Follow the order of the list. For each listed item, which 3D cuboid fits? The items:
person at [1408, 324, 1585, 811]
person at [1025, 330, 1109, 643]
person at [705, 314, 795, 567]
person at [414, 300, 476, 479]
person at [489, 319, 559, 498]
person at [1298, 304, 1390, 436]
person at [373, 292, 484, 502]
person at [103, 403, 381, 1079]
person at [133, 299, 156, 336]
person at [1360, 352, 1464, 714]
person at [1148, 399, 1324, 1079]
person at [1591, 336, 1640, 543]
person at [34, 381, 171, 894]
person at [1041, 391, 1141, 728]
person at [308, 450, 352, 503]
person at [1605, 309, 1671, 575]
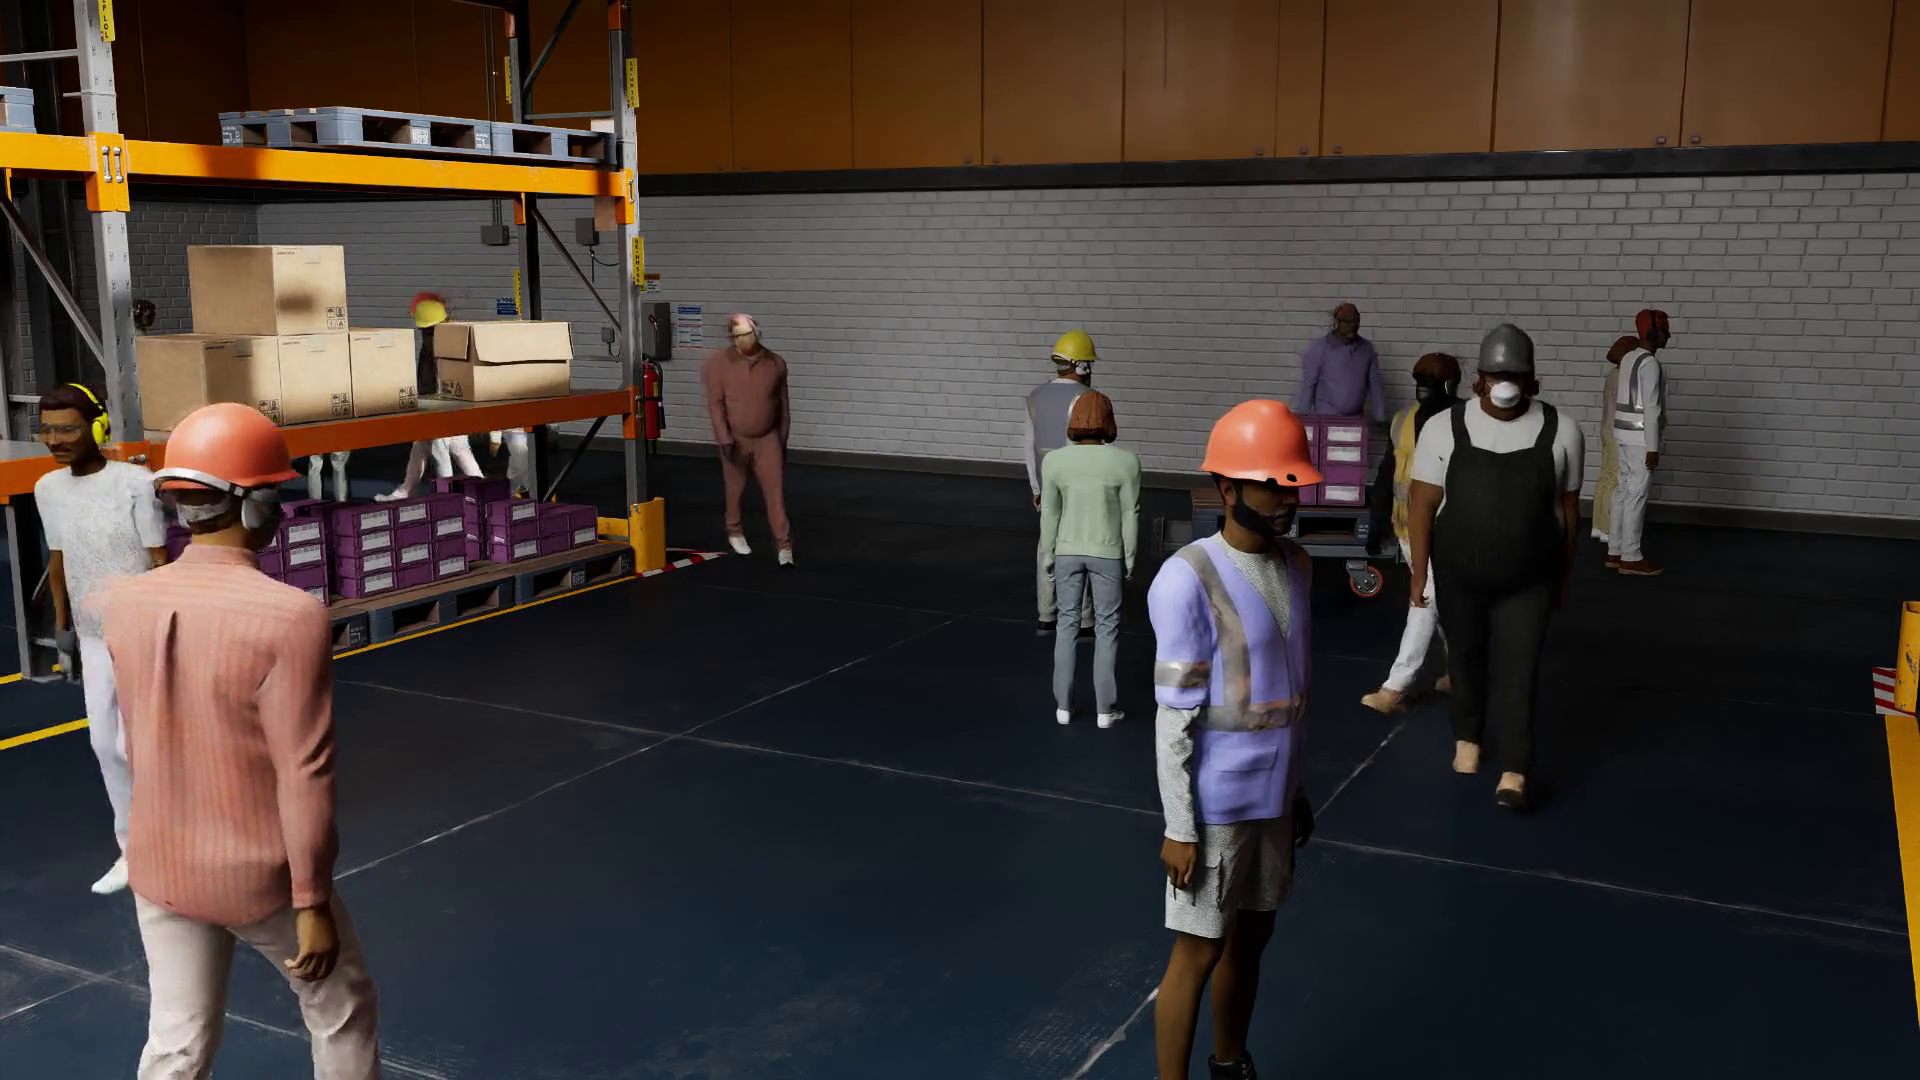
[{"bbox_3d":[2.221,0.075,6.941,0.695,2.000,1.069,3,10,18],"label":"person"},{"bbox_3d":[0.658,-0.317,9.814,0.404,1.829,0.600,-9,14,-43],"label":"person"},{"bbox_3d":[-1.556,-0.747,12.309,0.640,1.850,0.991,-3,10,-17],"label":"person"},{"bbox_3d":[-4.493,-1.162,14.573,0.633,1.876,0.627,-3,10,-17],"label":"person"},{"bbox_3d":[-3.379,-0.835,12.985,0.912,1.767,0.602,4,11,23],"label":"person"},{"bbox_3d":[3.195,-1.006,13.722,0.658,1.858,0.956,-4,11,-23],"label":"person"},{"bbox_3d":[-4.627,-1.191,14.606,1.047,1.943,0.606,-2,10,-12],"label":"person"},{"bbox_3d":[-1.520,0.680,3.664,0.644,1.954,0.880,4,11,21],"label":"person"},{"bbox_3d":[-8.267,-1.541,16.948,0.554,1.807,0.763,8,13,39],"label":"person"},{"bbox_3d":[2.382,-0.053,8.428,0.975,1.791,0.648,-7,12,-34],"label":"person"},{"bbox_3d":[0.702,0.621,4.079,0.552,1.935,0.369,-10,14,-44],"label":"person"},{"bbox_3d":[5.208,-0.794,13.149,0.276,1.631,0.507,1,10,7],"label":"person"},{"bbox_3d":[-2.986,0.346,5.960,0.546,1.844,0.505,3,10,15],"label":"person"},{"bbox_3d":[0.628,0.094,8.055,0.491,1.624,0.308,4,10,19],"label":"person"},{"bbox_3d":[-5.175,-1.026,13.639,0.589,1.928,0.384,3,10,18],"label":"person"},{"bbox_3d":[4.849,-0.698,11.867,0.337,1.882,0.584,1,10,3],"label":"person"}]
